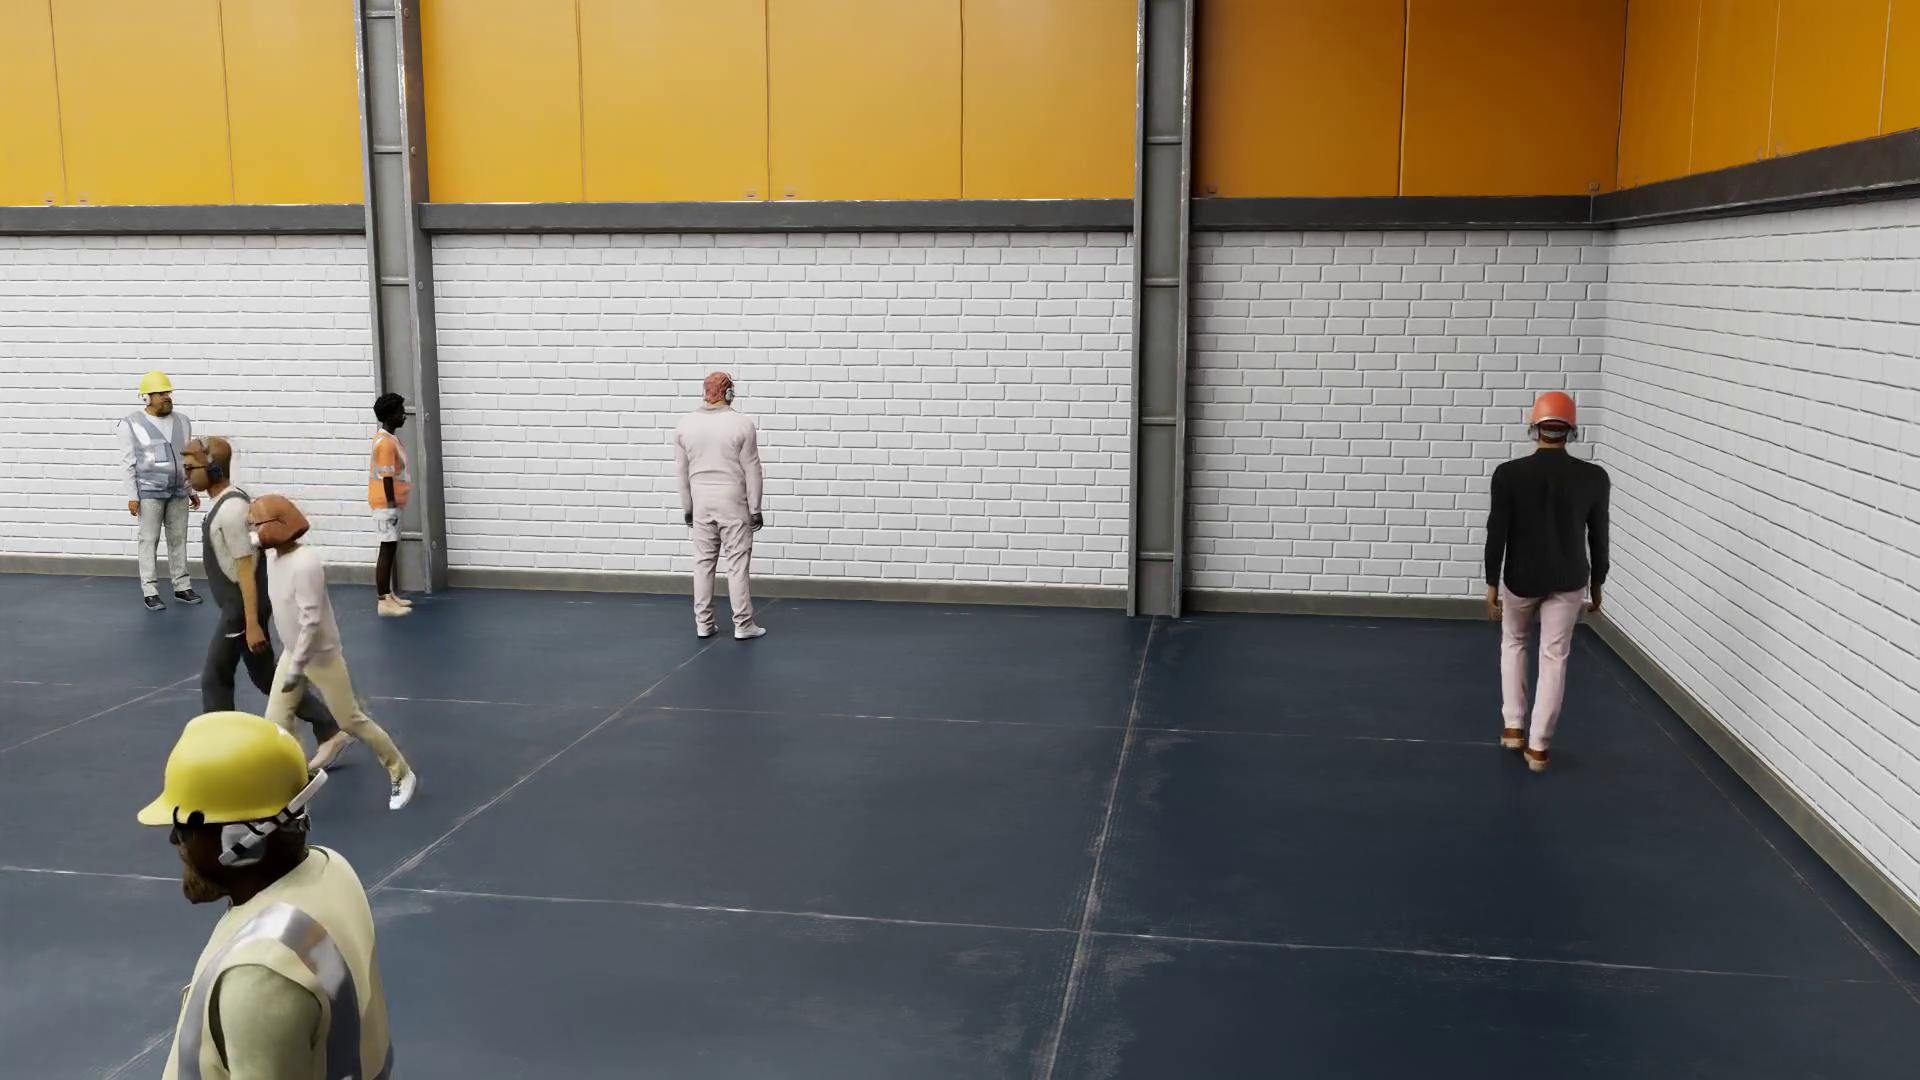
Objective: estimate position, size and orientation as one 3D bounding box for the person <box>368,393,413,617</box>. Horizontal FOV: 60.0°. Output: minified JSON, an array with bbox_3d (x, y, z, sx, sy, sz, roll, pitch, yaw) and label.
[{"bbox_3d":[-4.319,-0.272,12.612,0.320,1.693,0.537,-3,10,-17],"label":"person"}]

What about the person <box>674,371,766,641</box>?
[{"bbox_3d":[-1.671,-0.239,11.744,0.638,1.906,0.406,3,10,17],"label":"person"}]

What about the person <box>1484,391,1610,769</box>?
[{"bbox_3d":[3.112,0.196,8.839,0.638,1.967,0.678,3,10,16],"label":"person"}]

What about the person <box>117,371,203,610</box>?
[{"bbox_3d":[-6.167,-0.388,12.871,0.403,1.837,0.591,6,11,33],"label":"person"}]

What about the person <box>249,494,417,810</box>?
[{"bbox_3d":[-3.010,0.544,7.912,0.522,1.584,0.779,8,12,42],"label":"person"}]

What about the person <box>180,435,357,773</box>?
[{"bbox_3d":[-3.558,0.354,8.435,0.868,1.807,0.562,-4,10,-22],"label":"person"}]

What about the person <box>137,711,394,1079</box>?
[{"bbox_3d":[-1.257,1.204,3.088,0.403,1.825,0.593,-2,9,-12],"label":"person"}]
